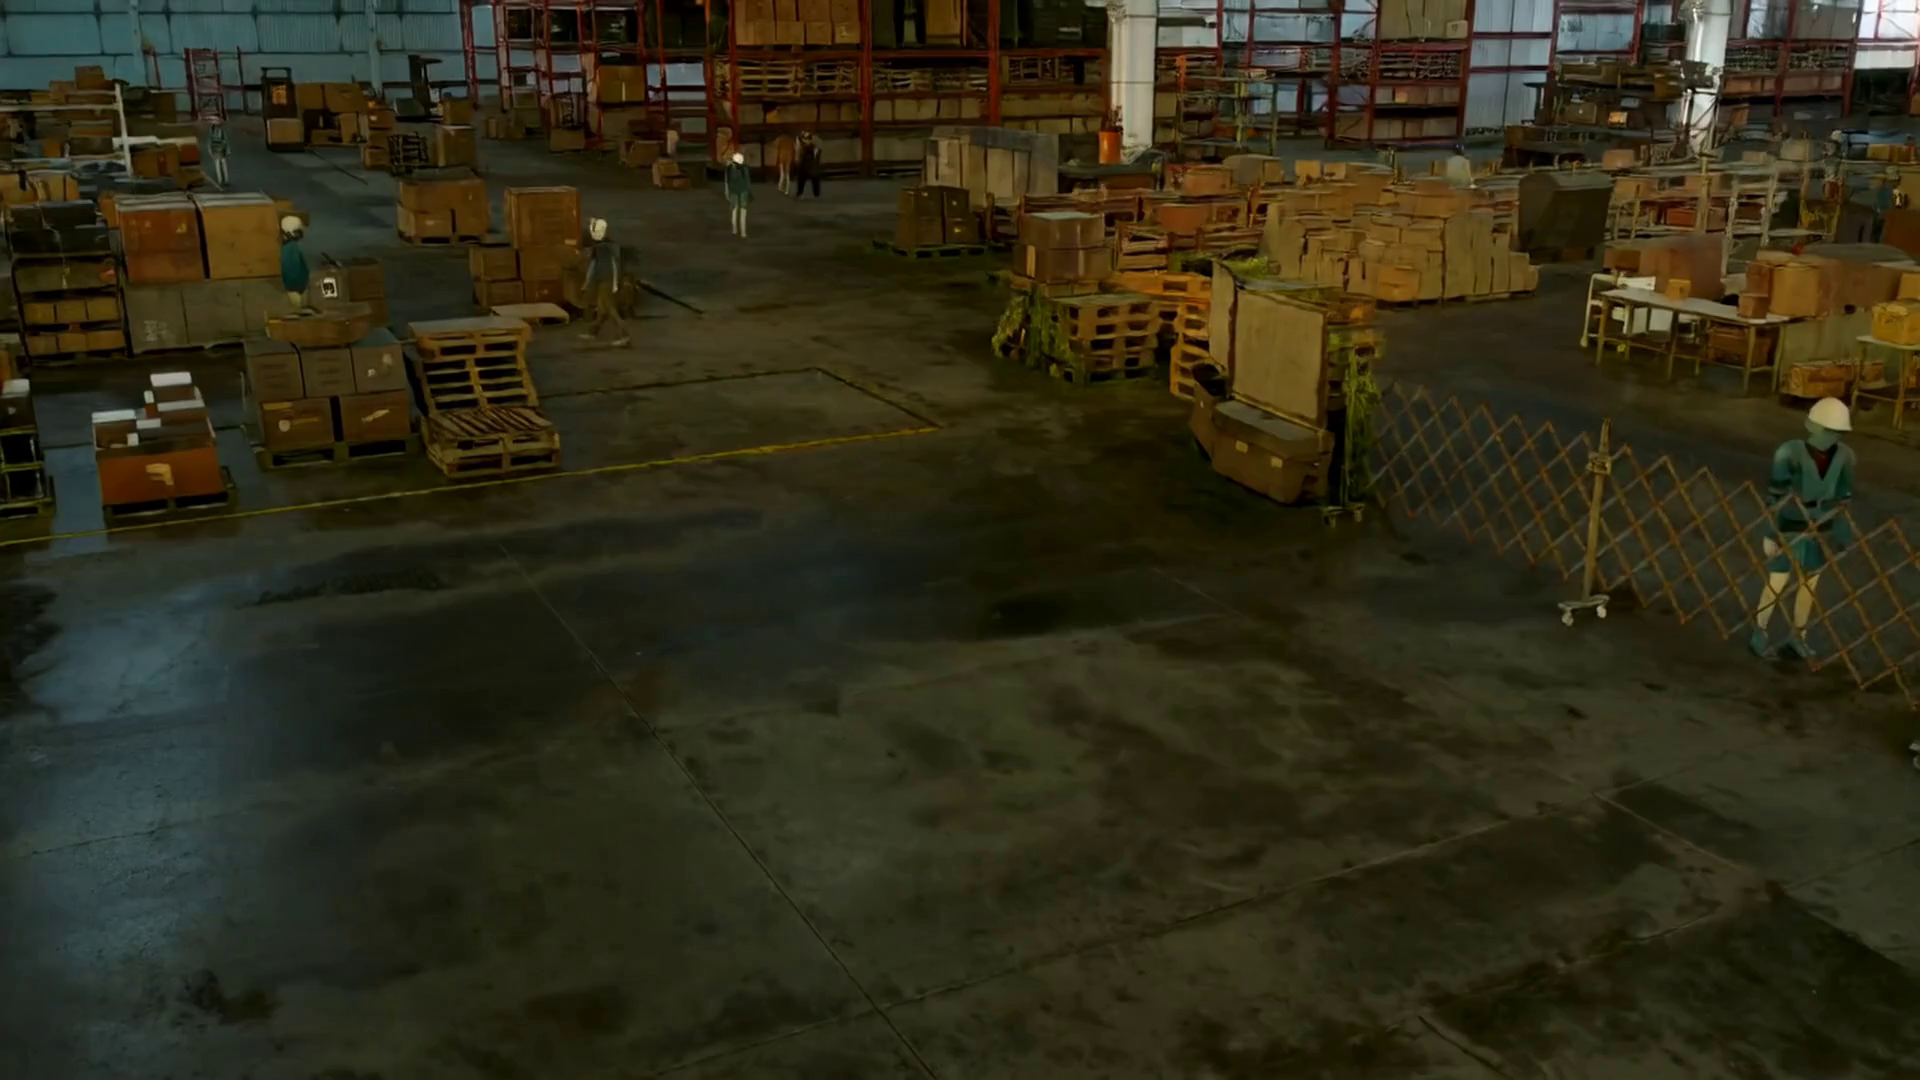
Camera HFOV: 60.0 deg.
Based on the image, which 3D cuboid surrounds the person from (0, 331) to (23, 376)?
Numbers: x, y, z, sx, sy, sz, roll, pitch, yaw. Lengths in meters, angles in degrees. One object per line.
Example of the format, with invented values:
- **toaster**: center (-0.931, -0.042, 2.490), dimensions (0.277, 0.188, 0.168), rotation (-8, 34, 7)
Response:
- **person**: center (-12.957, -2.997, 22.002), dimensions (0.666, 1.743, 0.532), rotation (-8, 19, -23)

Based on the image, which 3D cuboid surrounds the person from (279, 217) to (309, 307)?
- **person**: center (-9.221, -3.493, 23.150), dimensions (0.378, 1.995, 0.612), rotation (-6, 19, -17)

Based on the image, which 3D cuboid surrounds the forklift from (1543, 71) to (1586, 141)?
- **forklift**: center (18.685, -13.231, 52.085), dimensions (1.873, 2.768, 1.129), rotation (-9, 20, -26)

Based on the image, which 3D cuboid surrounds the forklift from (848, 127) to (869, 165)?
- **forklift**: center (-3.174, -12.952, 51.214), dimensions (1.873, 2.768, 1.129), rotation (-9, 20, -26)

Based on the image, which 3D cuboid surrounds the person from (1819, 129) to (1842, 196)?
- **person**: center (22.789, -9.864, 43.491), dimensions (0.318, 1.698, 0.536), rotation (-7, 19, -21)

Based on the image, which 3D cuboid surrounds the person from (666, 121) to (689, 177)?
- **person**: center (-8.240, -11.145, 47.561), dimensions (0.873, 1.655, 0.539), rotation (-11, 21, -31)

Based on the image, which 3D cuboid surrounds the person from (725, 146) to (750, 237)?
- **person**: center (-4.801, -7.549, 35.943), dimensions (0.551, 1.915, 0.881), rotation (-5, 18, -14)

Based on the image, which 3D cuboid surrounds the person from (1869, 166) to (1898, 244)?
- **person**: center (18.194, -6.464, 32.781), dimensions (0.315, 1.769, 0.524), rotation (8, 20, 24)

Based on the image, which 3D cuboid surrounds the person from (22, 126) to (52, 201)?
- **person**: center (-22.790, -9.218, 41.049), dimensions (0.371, 1.963, 0.608), rotation (9, 20, 25)

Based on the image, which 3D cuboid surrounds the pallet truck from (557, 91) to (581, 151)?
- **pallet truck**: center (-13.495, -14.412, 57.188), dimensions (0.823, 1.965, 1.885), rotation (-3, 18, -9)

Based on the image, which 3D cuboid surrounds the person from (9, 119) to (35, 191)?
- **person**: center (-25.121, -10.305, 44.522), dimensions (0.587, 1.913, 0.392), rotation (5, 19, 16)

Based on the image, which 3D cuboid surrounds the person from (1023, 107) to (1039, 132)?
- **person**: center (2.268, -13.092, 53.556), dimensions (0.530, 1.698, 0.321), rotation (6, 19, 19)

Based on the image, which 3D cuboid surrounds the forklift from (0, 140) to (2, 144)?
- **forklift**: center (-35.424, -15.543, 59.291), dimensions (1.873, 2.768, 1.129), rotation (13, 22, 35)

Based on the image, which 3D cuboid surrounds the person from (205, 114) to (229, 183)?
- **person**: center (-20.760, -10.929, 46.492), dimensions (0.568, 1.890, 0.934), rotation (-7, 19, -22)

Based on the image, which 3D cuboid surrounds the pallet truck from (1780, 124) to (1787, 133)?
- **pallet truck**: center (25.206, -12.542, 52.601), dimensions (1.601, 1.201, 0.680), rotation (0, 18, -2)

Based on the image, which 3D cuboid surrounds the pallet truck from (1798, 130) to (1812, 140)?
- **pallet truck**: center (25.526, -11.556, 49.408), dimensions (1.630, 1.274, 0.653), rotation (-9, 20, -26)

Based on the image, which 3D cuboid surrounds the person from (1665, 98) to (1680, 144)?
- **person**: center (23.455, -13.520, 54.541), dimensions (0.738, 1.919, 0.633), rotation (-3, 18, -10)

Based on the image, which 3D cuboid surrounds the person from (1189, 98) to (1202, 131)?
- **person**: center (8.750, -15.685, 61.780), dimensions (0.493, 1.609, 0.754), rotation (1, 18, 2)

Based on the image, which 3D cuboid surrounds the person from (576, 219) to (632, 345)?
- **person**: center (-5.228, -3.764, 24.282), dimensions (0.980, 1.823, 0.512), rotation (5, 18, 15)

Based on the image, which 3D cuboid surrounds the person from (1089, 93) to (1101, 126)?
- **person**: center (4.943, -15.361, 60.433), dimensions (0.665, 1.819, 0.735), rotation (-12, 21, -32)

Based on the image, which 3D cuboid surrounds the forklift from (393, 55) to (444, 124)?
- **forklift**: center (-22.923, -19.034, 70.174), dimensions (1.873, 2.768, 1.129), rotation (-9, 20, -26)

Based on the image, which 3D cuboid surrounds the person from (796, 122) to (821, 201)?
- **person**: center (-3.881, -9.685, 42.383), dimensions (0.715, 2.000, 1.044), rotation (6, 19, 18)

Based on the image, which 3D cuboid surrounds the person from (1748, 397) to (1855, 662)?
- **person**: center (6.323, -0.075, 12.433), dimensions (0.621, 2.035, 0.395), rotation (-1, 18, -2)

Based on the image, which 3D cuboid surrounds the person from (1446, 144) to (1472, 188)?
- **person**: center (11.358, -8.037, 37.621), dimensions (0.818, 1.798, 0.612), rotation (-10, 21, -29)

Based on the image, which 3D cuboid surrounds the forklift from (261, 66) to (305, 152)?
- **forklift**: center (-23.240, -14.778, 56.907), dimensions (1.129, 2.768, 1.873), rotation (-9, 20, -26)

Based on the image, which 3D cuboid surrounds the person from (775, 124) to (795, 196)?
- **person**: center (-4.542, -9.911, 43.403), dimensions (0.561, 1.840, 0.383), rotation (3, 18, 10)
